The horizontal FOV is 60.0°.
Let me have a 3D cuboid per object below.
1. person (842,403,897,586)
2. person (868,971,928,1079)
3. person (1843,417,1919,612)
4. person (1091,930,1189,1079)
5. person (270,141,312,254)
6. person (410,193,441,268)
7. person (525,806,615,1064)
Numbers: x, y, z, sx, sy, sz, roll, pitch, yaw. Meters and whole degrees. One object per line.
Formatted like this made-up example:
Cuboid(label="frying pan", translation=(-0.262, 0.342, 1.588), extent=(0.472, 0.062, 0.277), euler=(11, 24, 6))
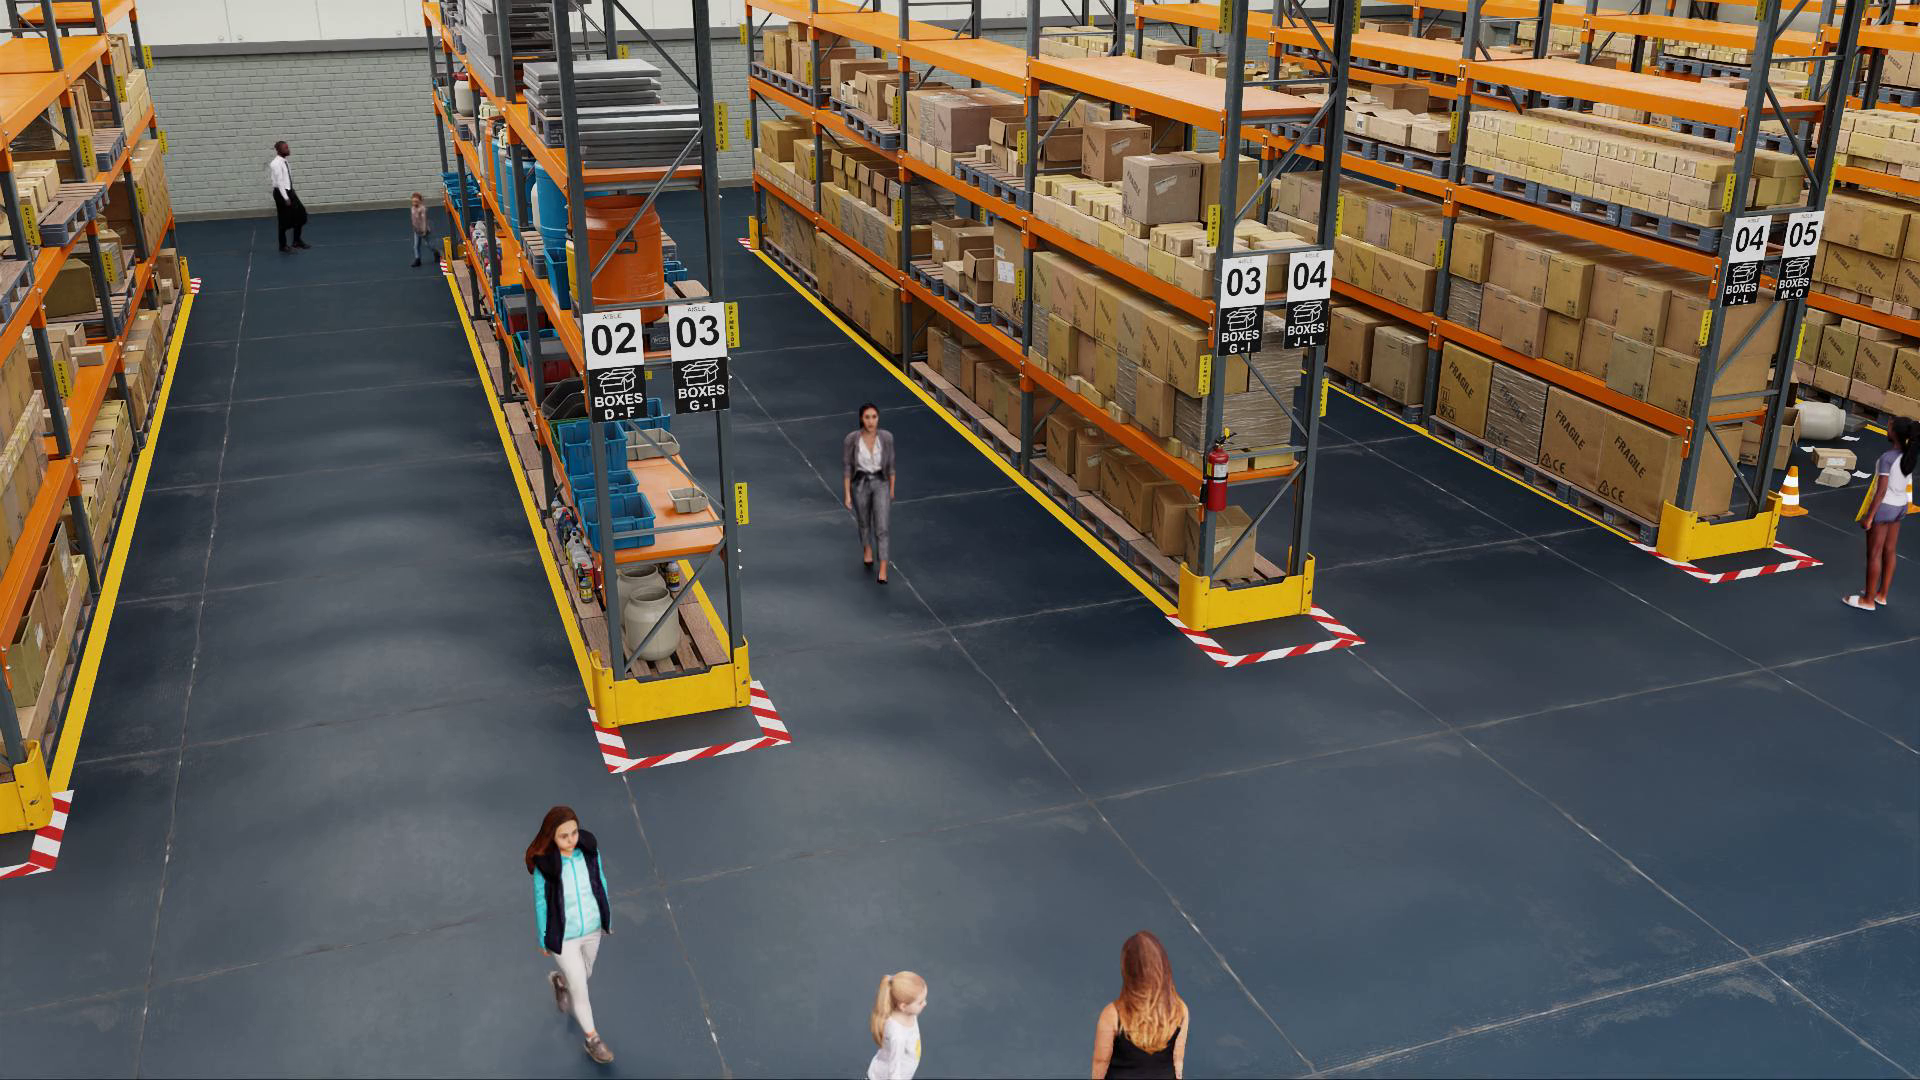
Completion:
Cuboid(label="person", translation=(-0.823, -0.446, 14.993), extent=(0.831, 1.624, 1.171), euler=(-2, 22, -5))
Cuboid(label="person", translation=(-0.393, 2.611, 8.032), extent=(0.831, 1.236, 0.883), euler=(4, 23, 9))
Cuboid(label="person", translation=(7.991, -0.237, 14.352), extent=(0.650, 1.723, 0.592), euler=(-13, 26, -29))
Cuboid(label="person", translation=(0.814, 2.570, 7.524), extent=(0.673, 1.696, 1.028), euler=(-5, 23, -11))
Cuboid(label="person", translation=(-11.242, -5.647, 27.454), extent=(0.856, 1.818, 0.790), euler=(1, 22, 3))
Cuboid(label="person", translation=(-8.615, -4.987, 26.690), extent=(0.752, 1.174, 0.836), euler=(9, 24, 22))
Cuboid(label="person", translation=(-2.124, 2.077, 9.017), extent=(0.793, 1.479, 1.011), euler=(-19, 29, -39))
